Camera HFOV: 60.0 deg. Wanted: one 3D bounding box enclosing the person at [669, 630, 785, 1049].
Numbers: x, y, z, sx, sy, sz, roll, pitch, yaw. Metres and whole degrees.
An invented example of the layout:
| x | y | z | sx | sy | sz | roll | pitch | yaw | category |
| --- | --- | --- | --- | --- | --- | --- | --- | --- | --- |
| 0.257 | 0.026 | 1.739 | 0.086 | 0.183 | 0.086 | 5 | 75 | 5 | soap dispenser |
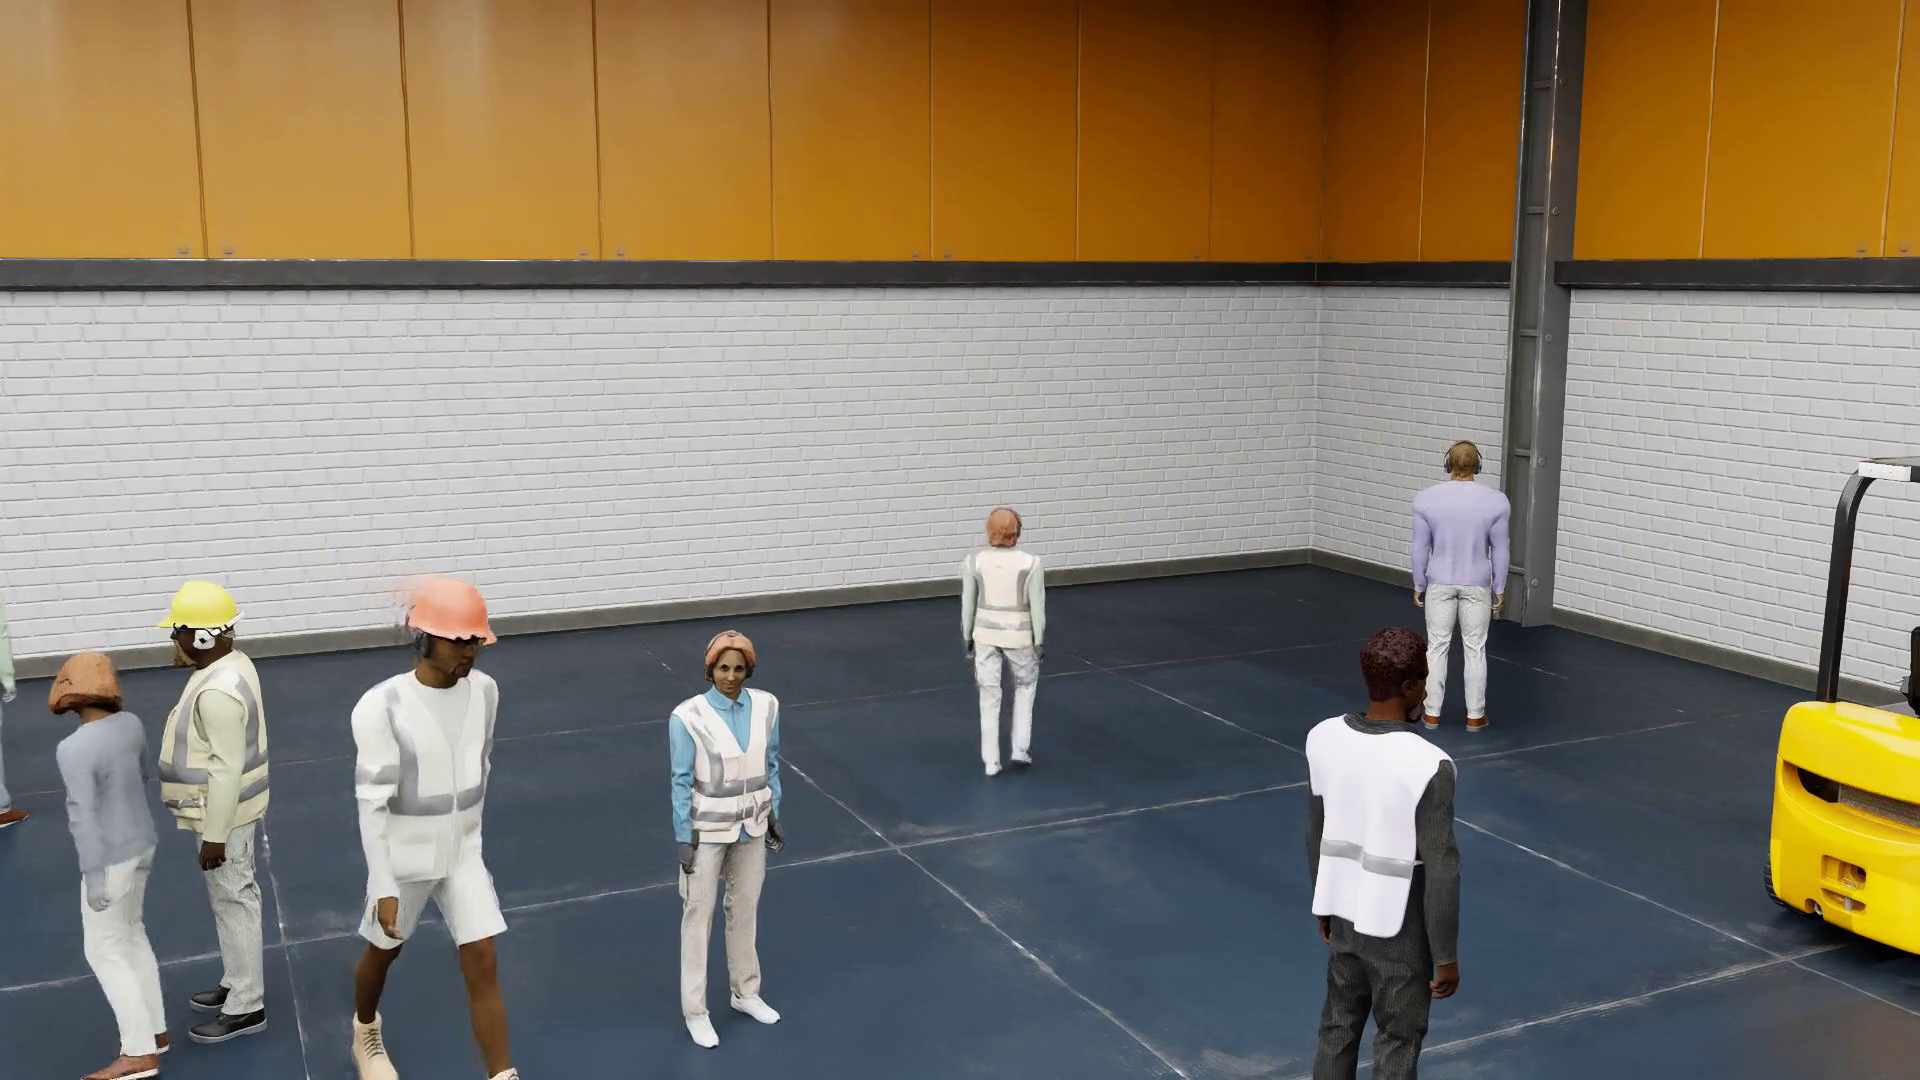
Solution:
| x | y | z | sx | sy | sz | roll | pitch | yaw | category |
| --- | --- | --- | --- | --- | --- | --- | --- | --- | --- |
| -0.921 | 1.163 | 6.606 | 0.515 | 1.636 | 0.314 | -8 | 12 | -41 | person |

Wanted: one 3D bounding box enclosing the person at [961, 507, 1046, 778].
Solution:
| x | y | z | sx | sy | sz | roll | pitch | yaw | category |
| --- | --- | --- | --- | --- | --- | --- | --- | --- | --- |
| 0.266 | 0.611 | 10.053 | 0.538 | 1.625 | 0.520 | 2 | 9 | 15 | person |

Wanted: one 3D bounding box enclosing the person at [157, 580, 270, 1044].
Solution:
| x | y | z | sx | sy | sz | roll | pitch | yaw | category |
| --- | --- | --- | --- | --- | --- | --- | --- | --- | --- |
| -2.956 | 1.063 | 6.618 | 0.404 | 1.833 | 0.589 | -4 | 10 | -22 | person |

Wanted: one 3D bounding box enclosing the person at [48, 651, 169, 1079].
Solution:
| x | y | z | sx | sy | sz | roll | pitch | yaw | category |
| --- | --- | --- | --- | --- | --- | --- | --- | --- | --- |
| -3.221 | 1.223 | 6.335 | 0.424 | 1.599 | 0.576 | 0 | 9 | 2 | person |

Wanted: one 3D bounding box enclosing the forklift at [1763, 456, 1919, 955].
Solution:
| x | y | z | sx | sy | sz | roll | pitch | yaw | category |
| --- | --- | --- | --- | --- | --- | --- | --- | --- | --- |
| 4.857 | 0.731 | 7.561 | 2.313 | 2.155 | 1.214 | -4 | 10 | -25 | forklift |

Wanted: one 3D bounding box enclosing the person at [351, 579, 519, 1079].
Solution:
| x | y | z | sx | sy | sz | roll | pitch | yaw | category |
| --- | --- | --- | --- | --- | --- | --- | --- | --- | --- |
| -1.896 | 1.111 | 5.935 | 1.113 | 1.977 | 0.630 | 8 | 12 | 40 | person |

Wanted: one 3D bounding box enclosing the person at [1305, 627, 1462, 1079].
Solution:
| x | y | z | sx | sy | sz | roll | pitch | yaw | category |
| --- | --- | --- | --- | --- | --- | --- | --- | --- | --- |
| 1.346 | 1.226 | 5.349 | 0.391 | 1.916 | 0.593 | -6 | 11 | -34 | person |

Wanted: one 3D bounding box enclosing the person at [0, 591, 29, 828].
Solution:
| x | y | z | sx | sy | sz | roll | pitch | yaw | category |
| --- | --- | --- | --- | --- | --- | --- | --- | --- | --- |
| -5.400 | 0.771 | 9.050 | 0.507 | 1.631 | 0.268 | 0 | 9 | -2 | person |

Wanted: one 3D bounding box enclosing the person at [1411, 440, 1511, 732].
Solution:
| x | y | z | sx | sy | sz | roll | pitch | yaw | category |
| --- | --- | --- | --- | --- | --- | --- | --- | --- | --- |
| 3.295 | 0.305 | 10.995 | 0.631 | 1.940 | 0.372 | 3 | 10 | 18 | person |
